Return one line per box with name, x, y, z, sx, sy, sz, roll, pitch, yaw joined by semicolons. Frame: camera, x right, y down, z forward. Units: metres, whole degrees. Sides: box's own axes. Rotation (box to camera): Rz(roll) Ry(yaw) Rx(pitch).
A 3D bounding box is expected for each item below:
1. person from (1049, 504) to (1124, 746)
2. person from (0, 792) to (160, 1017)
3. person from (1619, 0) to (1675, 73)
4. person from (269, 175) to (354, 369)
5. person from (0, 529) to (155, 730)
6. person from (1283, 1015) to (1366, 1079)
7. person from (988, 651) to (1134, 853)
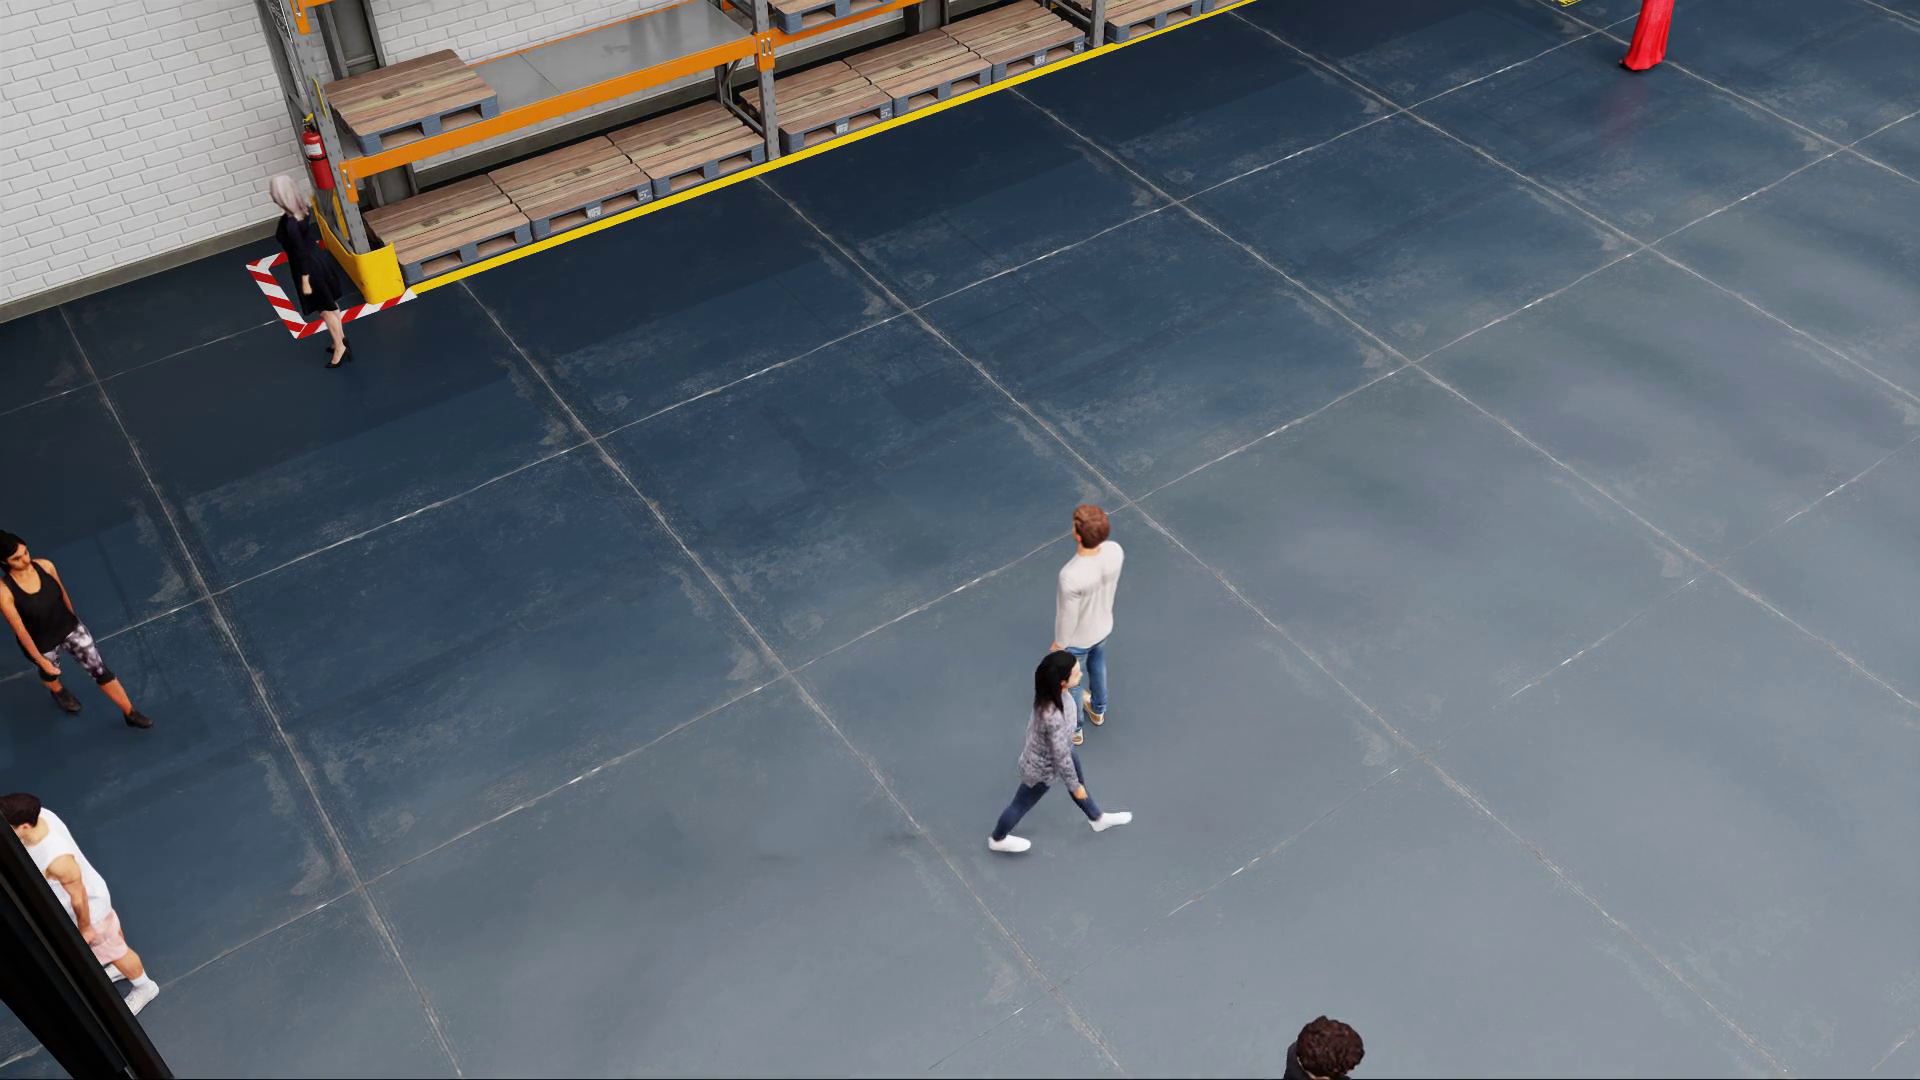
person;0.772;0.537;10.299;0.559;1.903;0.766;-34;53;-31
person;-4.728;1.926;8.923;0.603;1.789;0.659;-32;52;-29
person;7.107;-5.624;16.852;0.571;1.784;0.693;-29;51;-27
person;-5.160;-2.137;13.218;0.702;1.747;0.687;-6;44;-7
person;-5.783;0.577;10.464;0.976;1.617;1.118;21;47;21
person;1.575;2.805;8.028;1.189;1.750;1.027;0;44;0
person;0.412;1.285;9.668;1.190;1.689;1.053;2;44;2
